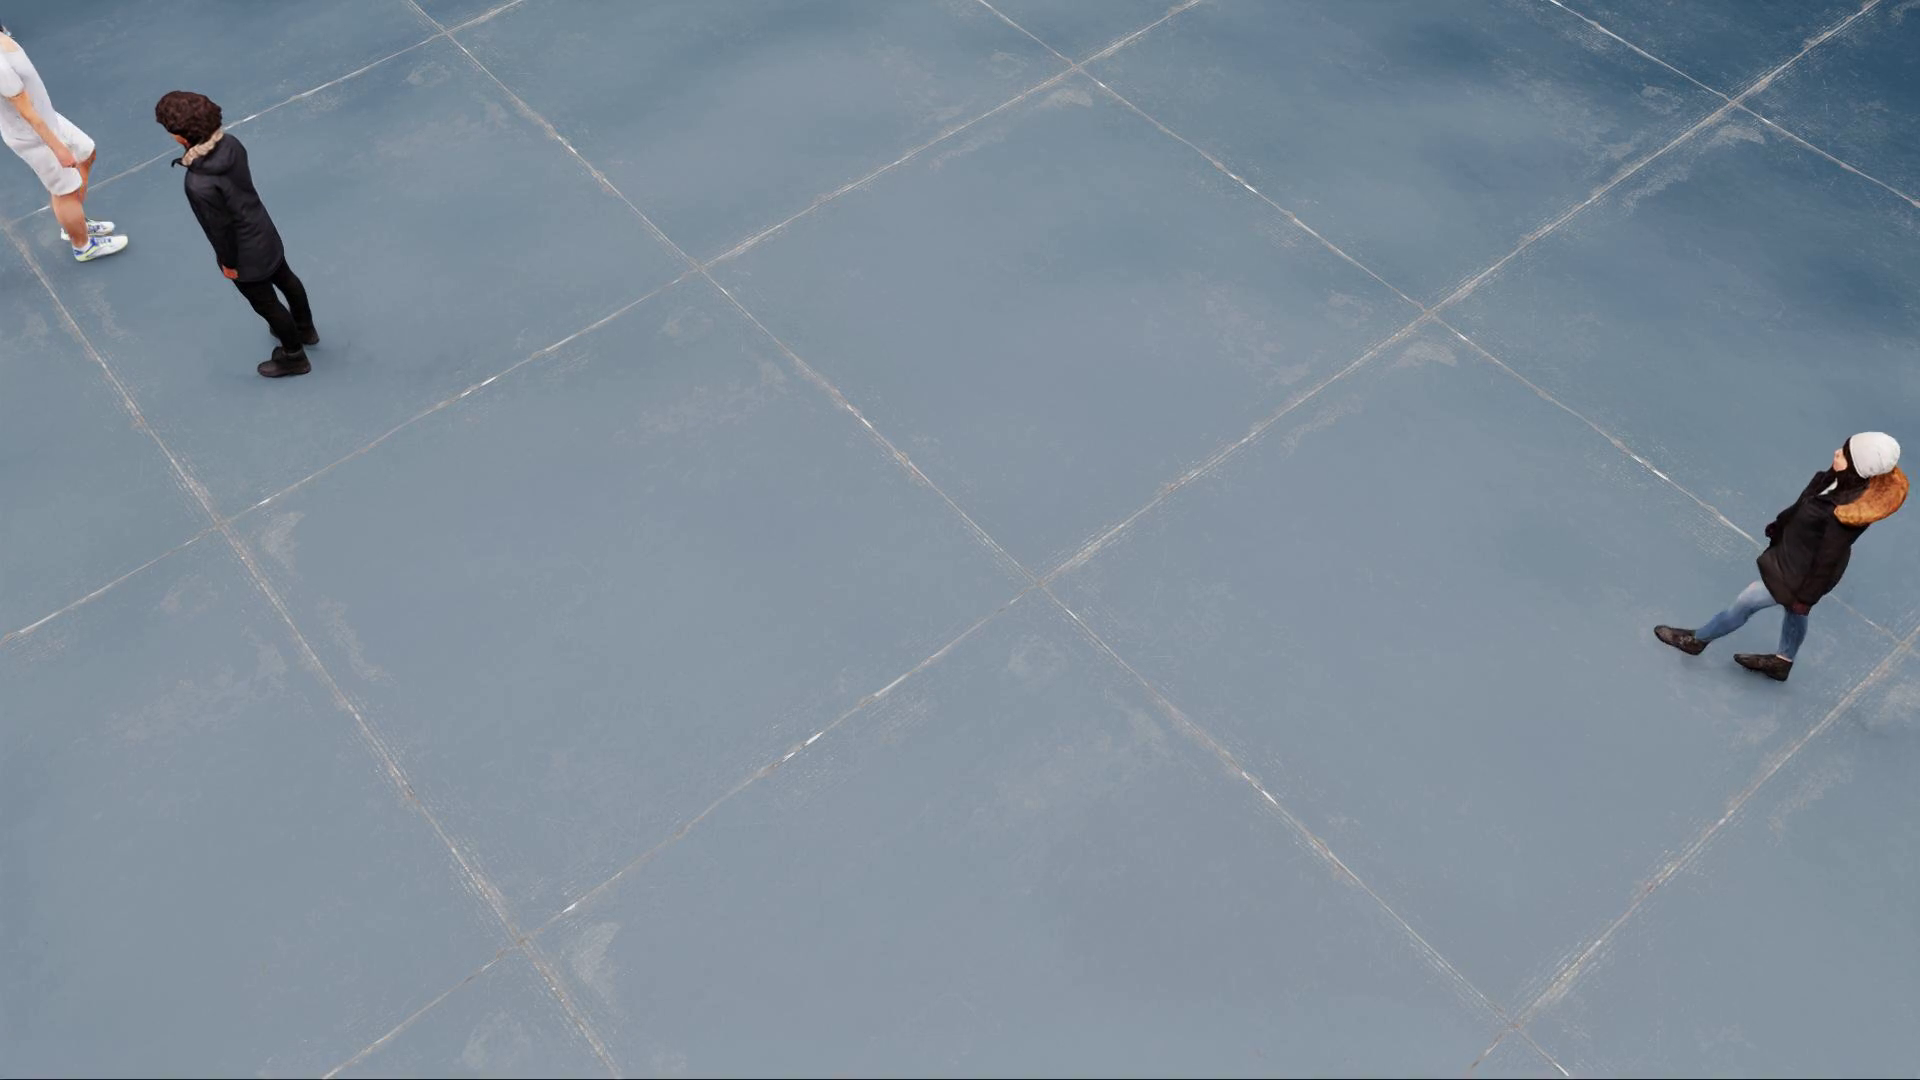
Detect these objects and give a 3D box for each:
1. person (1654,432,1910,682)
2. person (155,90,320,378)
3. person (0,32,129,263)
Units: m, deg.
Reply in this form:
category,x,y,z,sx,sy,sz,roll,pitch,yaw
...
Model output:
category,x,y,z,sx,sy,sz,roll,pitch,yaw
person,3.848,0.130,7.424,0.881,1.609,0.913,23,56,17
person,-3.711,-1.575,8.637,0.776,1.778,0.722,2,52,2
person,-5.170,-2.238,9.109,0.682,1.843,0.748,-26,57,-19
